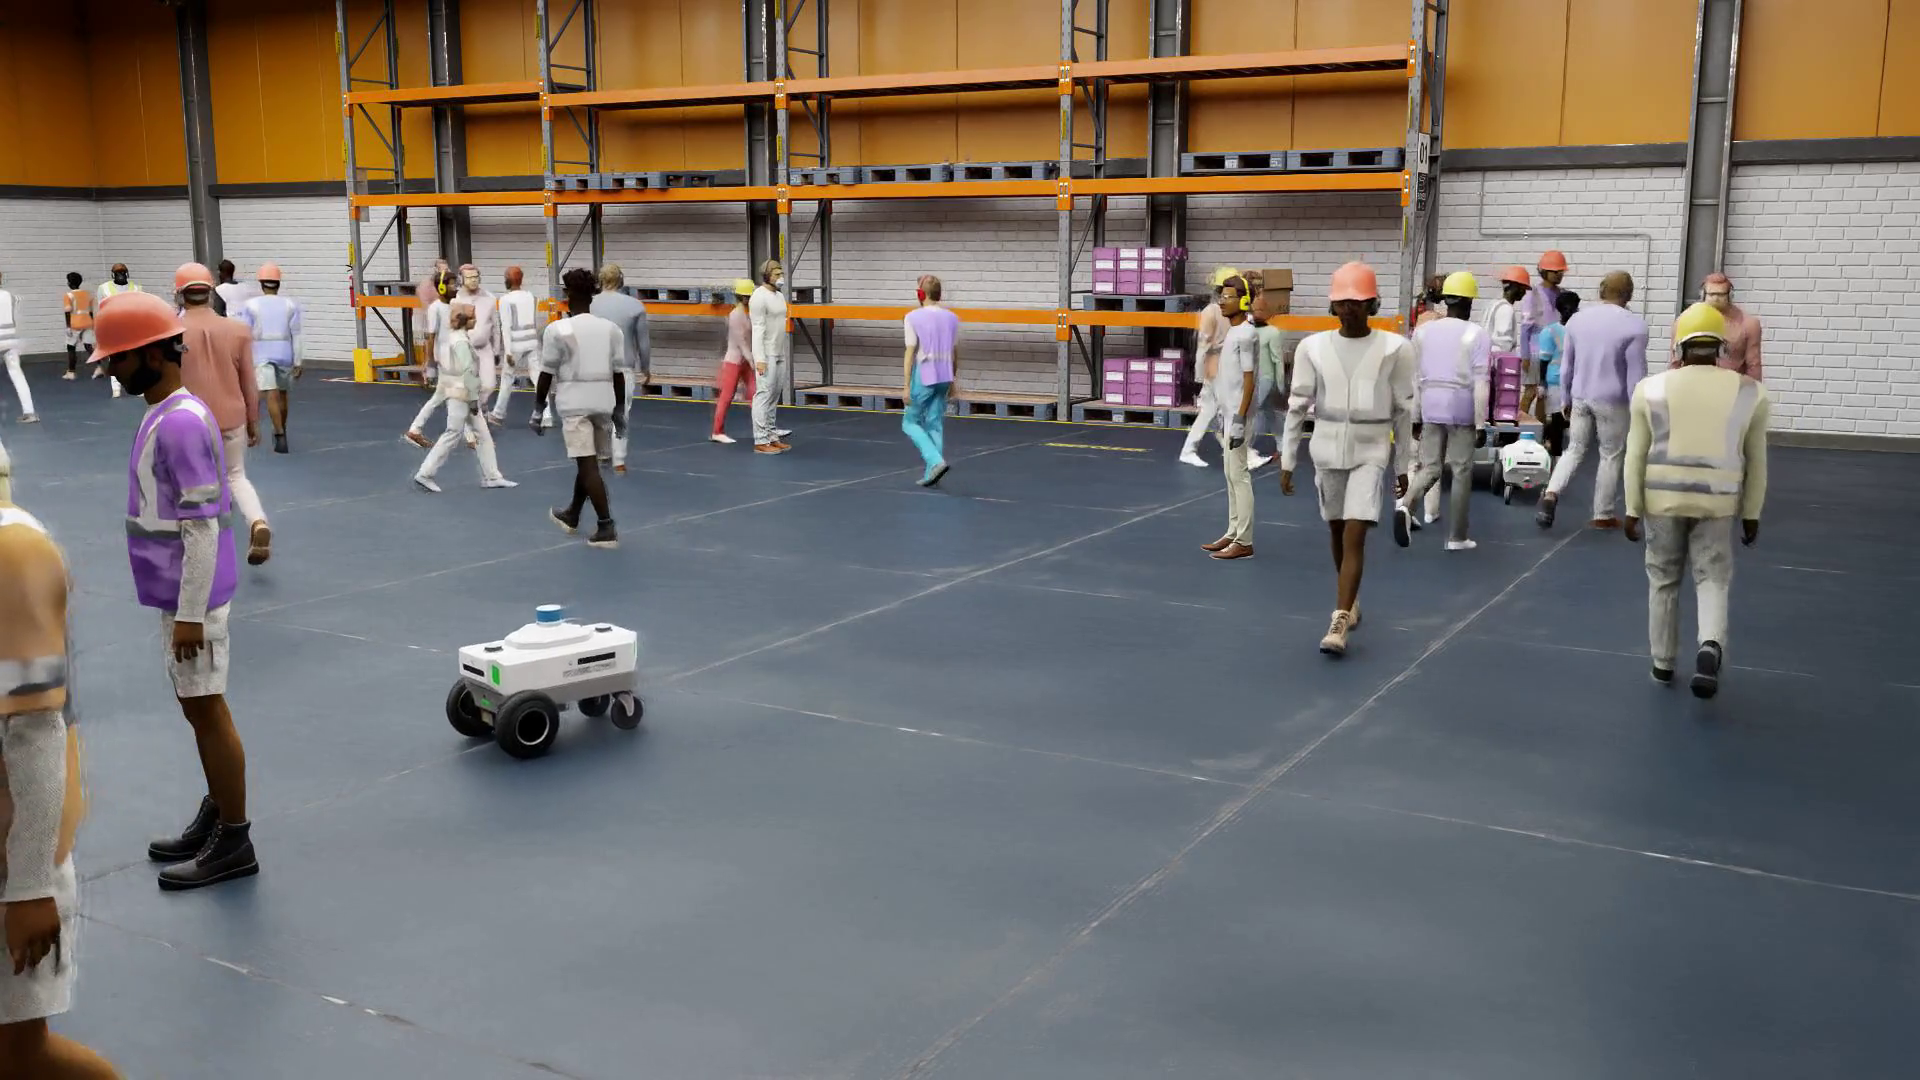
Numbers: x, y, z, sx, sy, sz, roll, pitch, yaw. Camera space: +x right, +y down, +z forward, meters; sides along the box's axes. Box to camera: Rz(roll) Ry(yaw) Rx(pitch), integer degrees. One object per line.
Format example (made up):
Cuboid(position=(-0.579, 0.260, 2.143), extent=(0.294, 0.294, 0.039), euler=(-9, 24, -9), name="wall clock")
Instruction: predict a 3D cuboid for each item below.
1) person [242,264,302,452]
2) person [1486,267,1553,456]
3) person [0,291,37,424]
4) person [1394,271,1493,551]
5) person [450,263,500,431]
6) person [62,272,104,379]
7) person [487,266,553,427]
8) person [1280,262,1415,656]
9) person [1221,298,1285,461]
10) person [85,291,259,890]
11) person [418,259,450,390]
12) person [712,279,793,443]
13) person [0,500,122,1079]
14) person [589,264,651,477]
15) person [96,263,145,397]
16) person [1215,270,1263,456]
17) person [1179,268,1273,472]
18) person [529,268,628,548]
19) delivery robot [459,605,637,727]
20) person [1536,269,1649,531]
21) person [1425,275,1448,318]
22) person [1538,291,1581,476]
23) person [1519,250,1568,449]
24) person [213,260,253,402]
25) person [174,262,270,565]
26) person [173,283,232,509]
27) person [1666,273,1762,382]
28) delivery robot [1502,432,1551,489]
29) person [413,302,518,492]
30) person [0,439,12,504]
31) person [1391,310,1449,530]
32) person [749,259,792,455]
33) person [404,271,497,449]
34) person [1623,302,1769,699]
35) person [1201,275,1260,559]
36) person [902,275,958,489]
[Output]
Cuboid(position=(-7.005, -1.854, 16.944), extent=(0.564, 1.884, 0.992), euler=(-6, 12, -32), name="person")
Cuboid(position=(5.167, -1.647, 15.817), extent=(0.976, 1.870, 0.580), euler=(3, 10, 17), name="person")
Cuboid(position=(-11.239, -2.263, 19.441), extent=(1.005, 1.835, 0.578), euler=(5, 11, 28), name="person")
Cuboid(position=(3.250, -0.848, 11.188), extent=(0.660, 1.909, 0.589), euler=(-9, 14, -42), name="person")
Cuboid(position=(-5.328, -2.067, 18.151), extent=(0.659, 1.887, 0.472), euler=(-6, 12, -32), name="person")
Cuboid(position=(-13.670, -3.320, 25.832), extent=(0.700, 1.675, 0.540), euler=(4, 11, 22), name="person")
Cuboid(position=(-5.041, -2.189, 18.993), extent=(1.003, 1.836, 0.572), euler=(8, 13, 37), name="person")
Cuboid(position=(2.008, -0.439, 8.649), extent=(0.633, 1.986, 1.073), euler=(4, 11, 24), name="person")
Cuboid(position=(2.849, -1.512, 15.861), extent=(0.895, 1.579, 0.488), euler=(-5, 11, -25), name="person")
Cuboid(position=(-2.543, 0.167, 5.375), extent=(0.384, 1.924, 0.551), euler=(-6, 11, -29), name="person")
Cuboid(position=(-7.249, -2.966, 23.210), extent=(0.626, 1.889, 0.660), euler=(7, 12, 35), name="person")
Cuboid(position=(-2.225, -1.862, 17.441), extent=(0.872, 1.714, 0.521), euler=(2, 10, 11), name="person")
Cuboid(position=(-1.849, 0.554, 3.179), extent=(0.576, 1.937, 0.516), euler=(8, 13, 37), name="person")
Cuboid(position=(-3.157, -1.563, 15.247), extent=(0.642, 1.898, 0.955), euler=(-1, 10, -3), name="person")
Cuboid(position=(-11.509, -2.888, 22.911), extent=(0.627, 1.844, 0.429), euler=(-7, 12, -36), name="person")
Cuboid(position=(2.812, -1.724, 16.346), extent=(0.417, 1.831, 0.544), euler=(9, 13, 41), name="person")
Cuboid(position=(2.469, -1.565, 15.361), extent=(1.046, 1.859, 0.592), euler=(7, 12, 34), name="person")
Cuboid(position=(-2.667, -0.930, 11.615), extent=(1.004, 1.910, 0.607), euler=(9, 13, 41), name="person")
Cuboid(position=(-1.722, 0.518, 7.003), extent=(0.707, 0.478, 0.477), euler=(-9, 14, -43), name="delivery robot")
Cuboid(position=(4.555, -0.986, 11.964), extent=(0.663, 1.913, 0.654), euler=(-8, 13, -37), name="person")
Cuboid(position=(5.030, -1.814, 17.022), extent=(0.964, 1.788, 0.647), euler=(5, 11, 27), name="person")
Cuboid(position=(5.433, -1.436, 15.186), extent=(0.539, 1.676, 0.581), euler=(-4, 11, -23), name="person")
Cuboid(position=(5.881, -1.887, 16.755), extent=(0.621, 2.029, 0.471), euler=(-4, 11, -24), name="person")
Cuboid(position=(-9.751, -2.760, 22.095), extent=(0.966, 1.868, 0.618), euler=(3, 10, 15), name="person")
Cuboid(position=(-4.697, -0.754, 10.490), extent=(0.614, 1.971, 0.680), euler=(-9, 13, -41), name="person")
Cuboid(position=(-5.900, -1.121, 12.867), extent=(0.399, 1.866, 0.790), euler=(-2, 10, -13), name="person")
Cuboid(position=(5.799, -1.122, 12.836), extent=(0.676, 1.875, 0.686), euler=(4, 11, 22), name="person")
Cuboid(position=(4.608, -0.636, 13.538), extent=(0.477, 0.478, 0.707), euler=(3, 10, 15), name="delivery robot")
Cuboid(position=(-4.234, -1.202, 14.040), extent=(0.829, 1.602, 0.529), euler=(-3, 10, -17), name="person")
Cuboid(position=(-5.581, -0.381, 9.400), extent=(0.717, 1.588, 0.523), euler=(-2, 10, -11), name="person")
Cuboid(position=(3.390, -0.874, 12.194), extent=(0.519, 1.604, 0.765), euler=(4, 11, 23), name="person")
Cuboid(position=(-1.900, -1.829, 16.640), extent=(0.352, 1.937, 0.635), euler=(3, 10, 16), name="person")
Cuboid(position=(-5.268, -1.824, 16.952), extent=(0.971, 1.831, 0.538), euler=(0, 10, 3), name="person")
Cuboid(position=(3.340, -0.167, 7.580), extent=(0.601, 1.817, 0.682), euler=(3, 11, 19), name="person")
Cuboid(position=(1.814, -0.808, 11.042), extent=(0.327, 1.877, 0.516), euler=(0, 10, -1), name="person")
Cuboid(position=(-0.254, -1.328, 14.116), extent=(0.587, 1.824, 0.447), euler=(-9, 13, -40), name="person")
